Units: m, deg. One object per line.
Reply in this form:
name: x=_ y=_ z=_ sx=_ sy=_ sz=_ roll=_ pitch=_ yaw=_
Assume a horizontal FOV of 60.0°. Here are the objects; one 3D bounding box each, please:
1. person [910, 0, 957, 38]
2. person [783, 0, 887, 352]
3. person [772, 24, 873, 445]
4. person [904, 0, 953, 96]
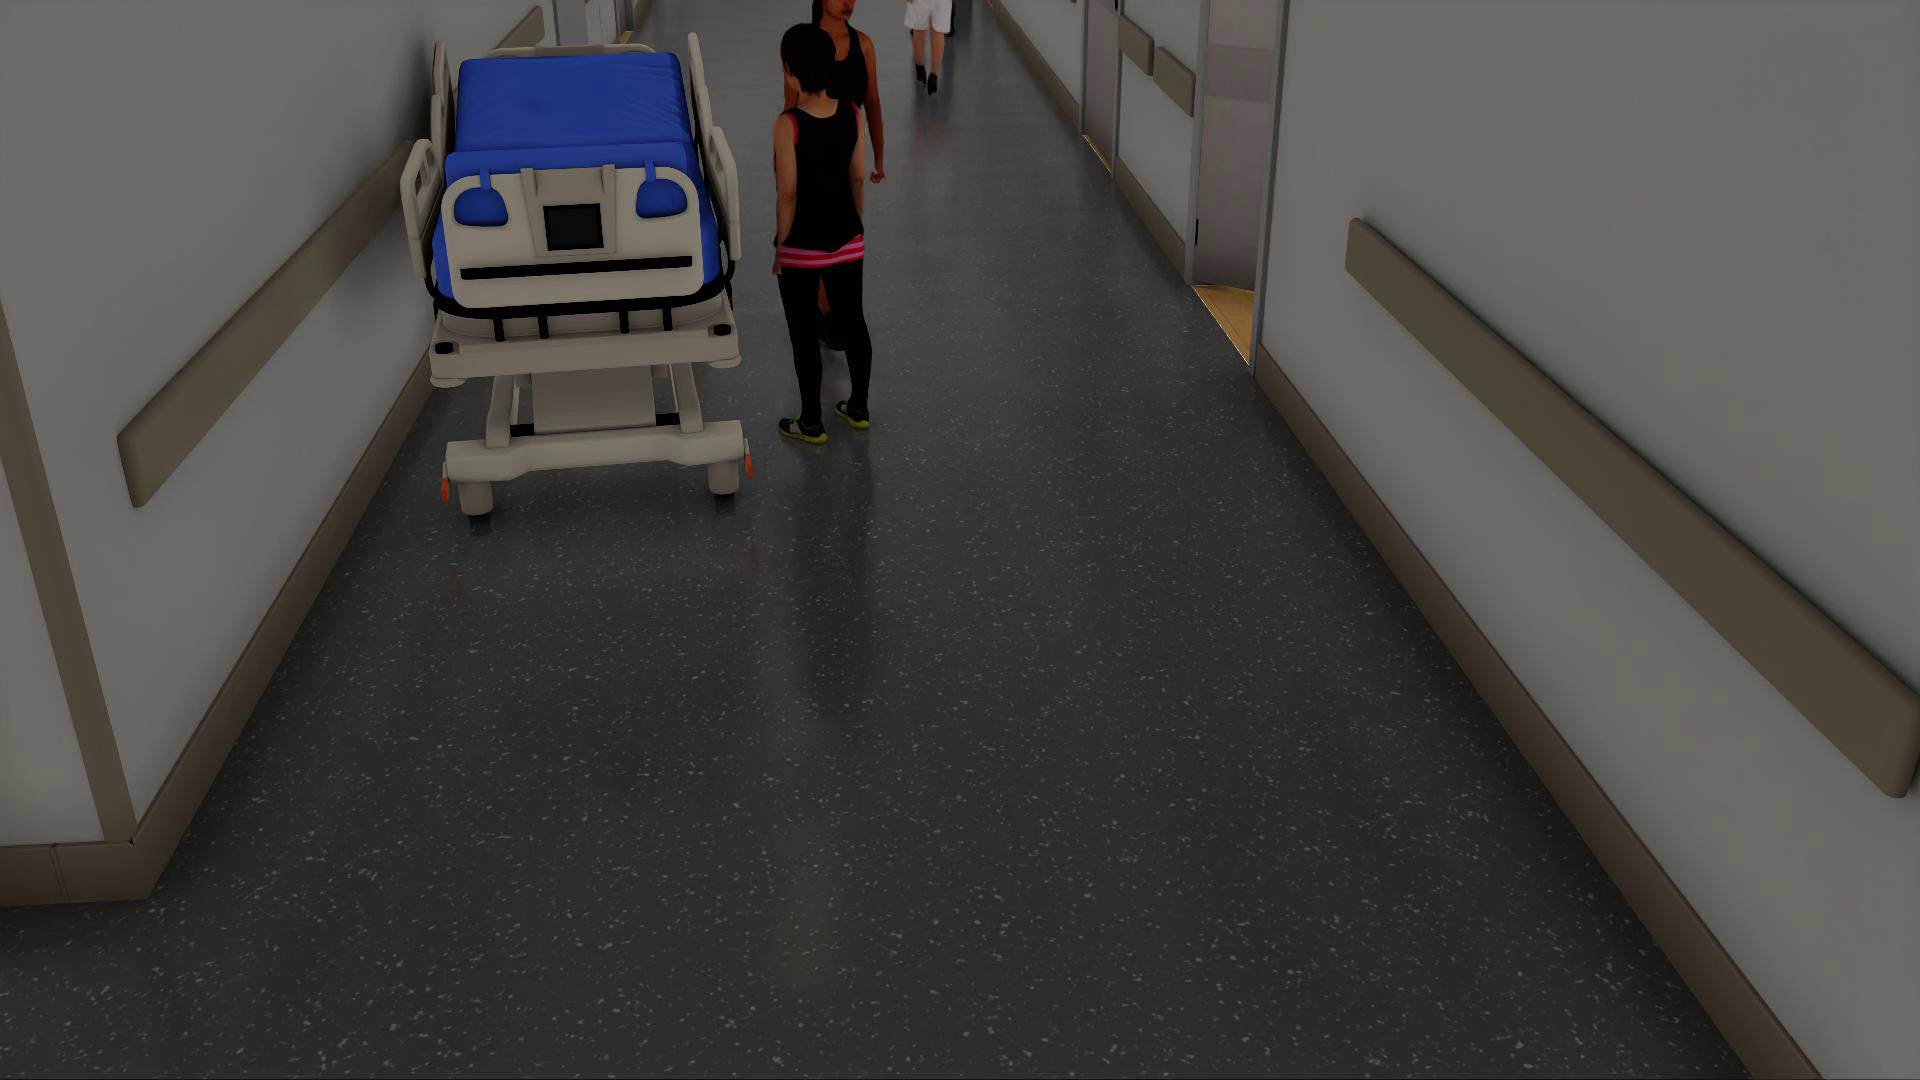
person: x=-0.269 y=-5.471 z=14.898 sx=0.506 sy=1.831 sz=0.727 roll=-3 pitch=26 yaw=-7
person: x=-0.620 y=-1.709 z=7.302 sx=0.828 sy=1.654 sz=0.857 roll=-16 pitch=30 yaw=-29
person: x=-0.521 y=-1.132 z=6.223 sx=0.589 sy=1.552 sz=0.681 roll=-18 pitch=31 yaw=-33
person: x=-0.212 y=-4.089 z=12.384 sx=0.778 sy=1.527 sz=0.642 roll=-1 pitch=26 yaw=-2
